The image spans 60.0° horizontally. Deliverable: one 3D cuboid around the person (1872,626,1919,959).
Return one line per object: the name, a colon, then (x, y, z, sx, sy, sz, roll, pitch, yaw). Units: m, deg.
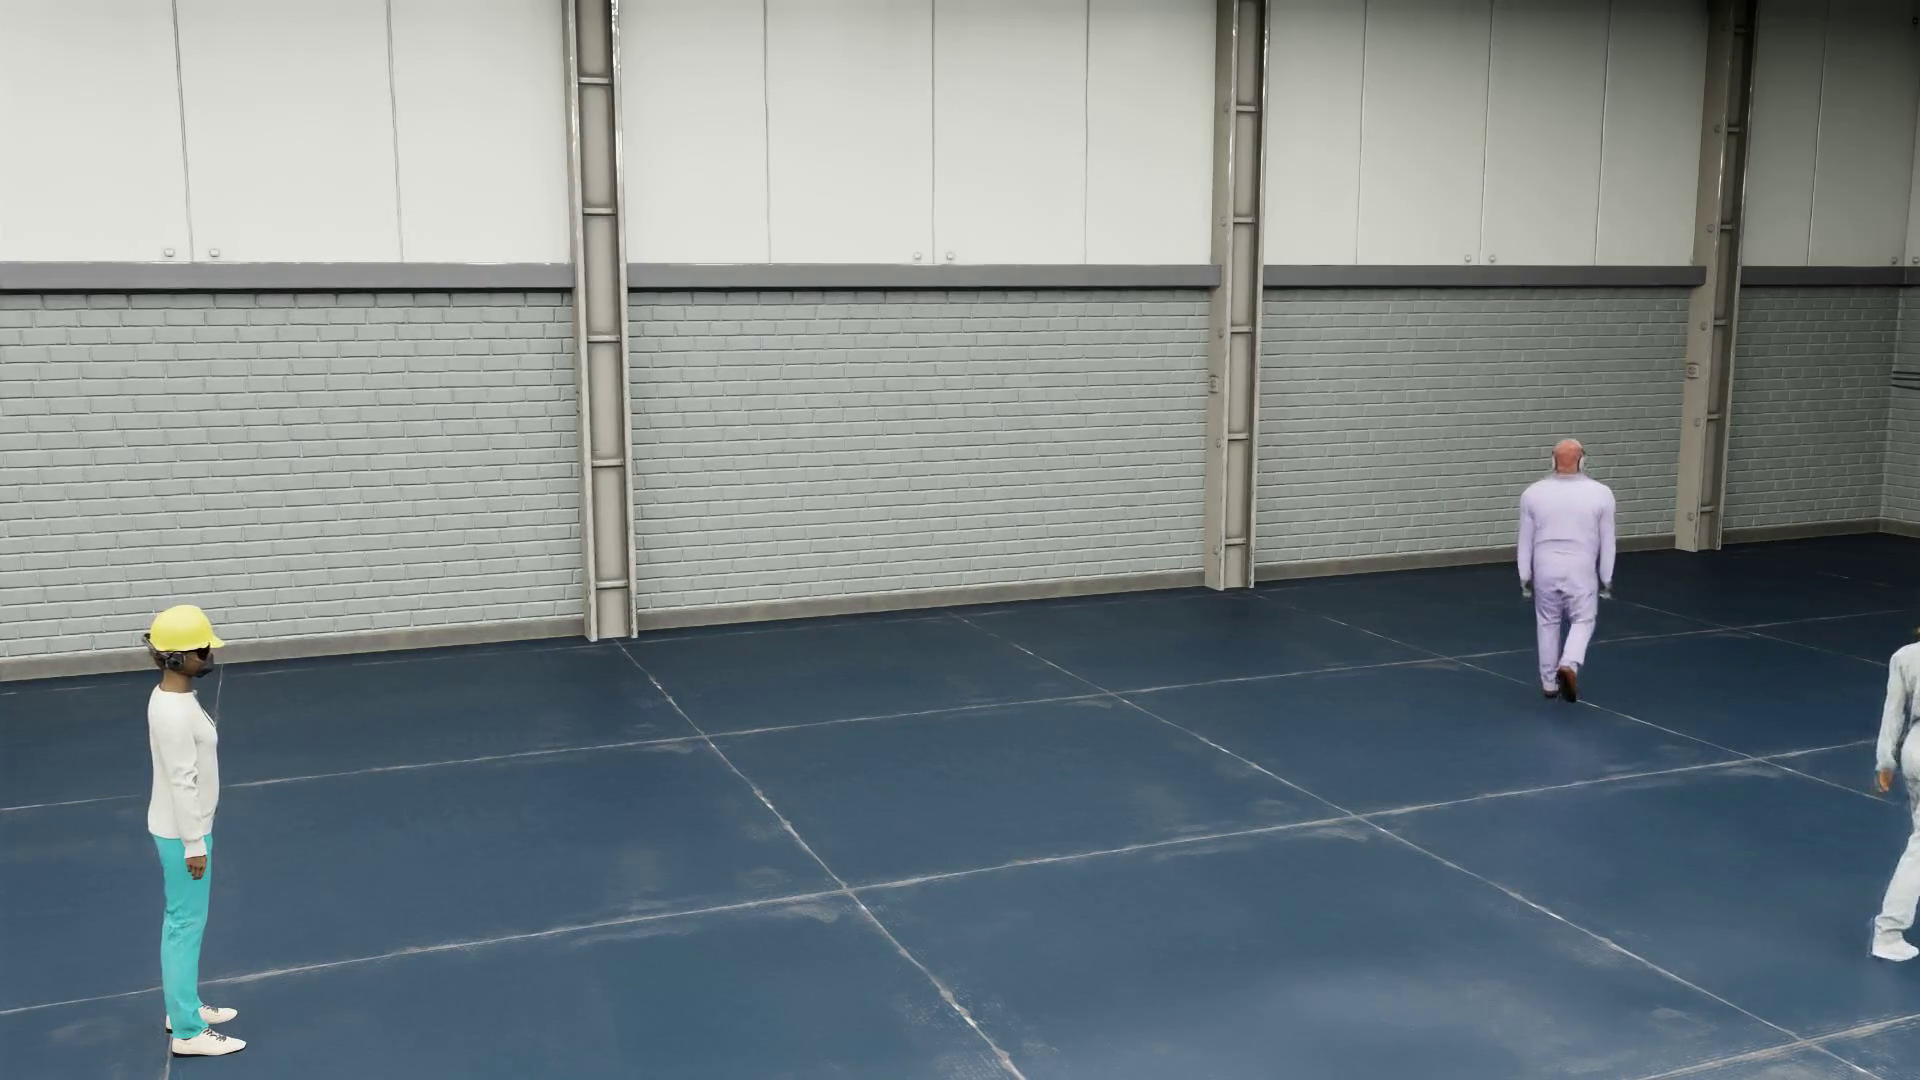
person: (4.420, 1.011, 7.458, 0.912, 1.694, 0.492, -4, 10, -23)

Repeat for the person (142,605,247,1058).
person: (-3.002, 1.125, 6.515, 0.319, 1.767, 0.534, -5, 10, -27)

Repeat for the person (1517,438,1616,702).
person: (4.266, 0.227, 11.747, 0.659, 1.893, 0.620, 5, 10, 28)
